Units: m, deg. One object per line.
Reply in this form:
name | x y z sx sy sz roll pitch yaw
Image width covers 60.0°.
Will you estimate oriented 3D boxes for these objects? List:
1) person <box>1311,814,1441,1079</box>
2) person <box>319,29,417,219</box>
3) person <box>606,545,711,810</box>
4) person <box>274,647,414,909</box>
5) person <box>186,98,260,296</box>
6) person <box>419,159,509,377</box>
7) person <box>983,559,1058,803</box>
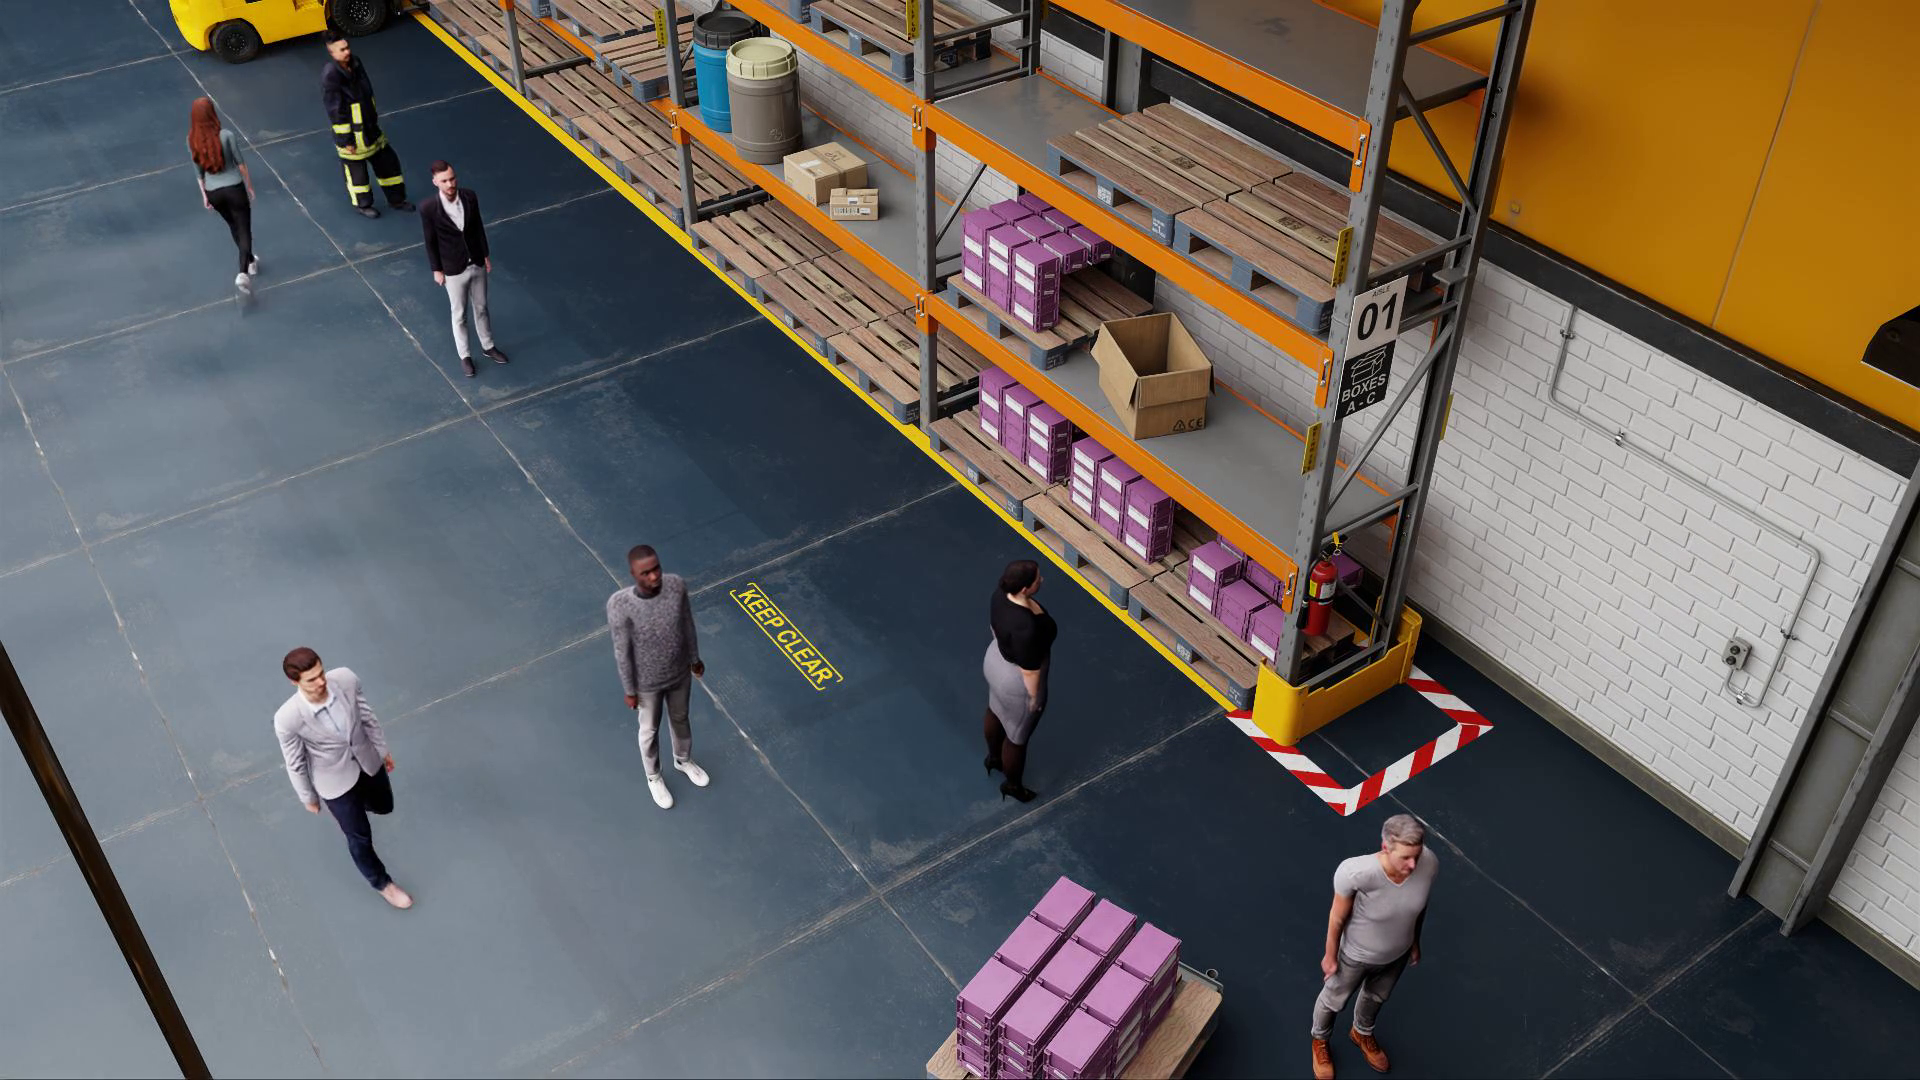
person | 2.033 1.989 8.218 0.757 1.828 0.688 -10 40 -12
person | -5.725 -3.910 15.586 1.021 1.851 0.976 16 41 19
person | -1.762 0.764 9.743 0.697 1.839 0.570 -28 46 -30
person | -3.429 1.232 9.162 1.114 1.833 0.889 26 45 29
person | -6.400 -2.958 14.502 0.887 1.716 1.175 -7 39 -8
person | -4.044 -2.238 13.498 0.661 1.844 0.567 -27 46 -29
person | 0.315 0.811 9.749 0.793 1.758 0.649 -13 40 -16
